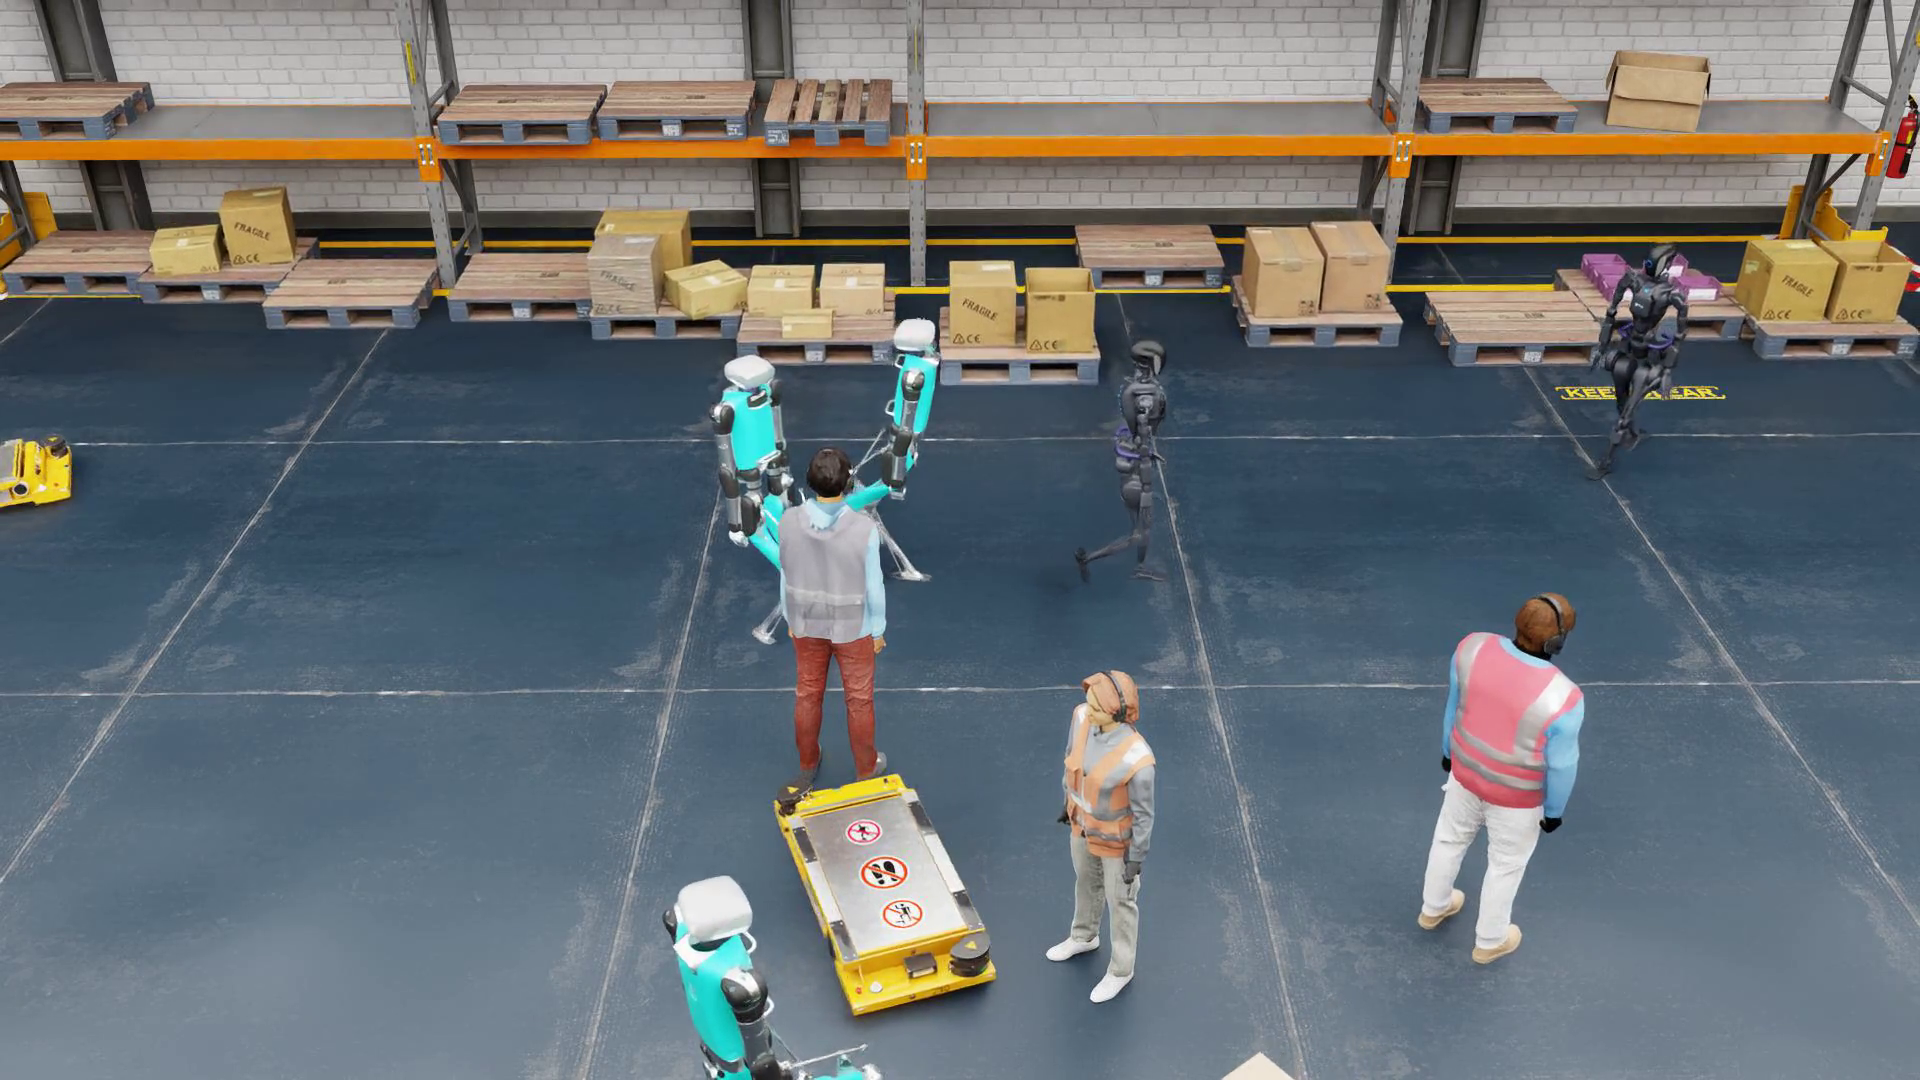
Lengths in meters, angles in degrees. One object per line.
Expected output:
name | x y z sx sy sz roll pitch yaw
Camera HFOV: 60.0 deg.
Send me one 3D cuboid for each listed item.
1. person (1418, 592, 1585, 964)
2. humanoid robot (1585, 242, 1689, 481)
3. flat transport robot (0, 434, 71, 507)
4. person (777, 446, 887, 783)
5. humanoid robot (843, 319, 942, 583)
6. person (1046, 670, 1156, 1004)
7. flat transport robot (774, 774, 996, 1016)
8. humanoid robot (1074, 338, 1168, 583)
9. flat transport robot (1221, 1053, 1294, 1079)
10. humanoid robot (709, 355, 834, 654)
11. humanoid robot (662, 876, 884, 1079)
person | 2.351 1.024 7.197 0.434 1.833 0.629 -21 37 -31
humanoid robot | 4.562 -1.233 11.151 0.781 1.631 0.609 -22 38 -32
flat transport robot | -6.685 -0.353 10.998 1.431 0.231 0.659 -13 33 -21
person | -0.628 0.419 8.163 0.535 1.870 0.417 8 32 12
humanoid robot | -0.588 -0.483 9.816 0.971 1.786 0.557 5 31 8
person | 0.609 1.234 7.023 0.304 1.639 0.522 -19 36 -29
flat transport robot | -0.384 1.585 7.772 0.659 0.231 1.431 -10 32 -17
humanoid robot | 0.980 -0.451 9.809 0.586 1.640 0.590 2 31 3
flat transport robot | 1.054 2.791 5.765 1.431 0.231 0.659 -22 38 -32
humanoid robot | -0.899 -0.094 9.212 0.845 1.831 0.536 18 36 28
humanoid robot | -0.565 1.828 6.000 1.045 1.776 0.534 -21 37 -31
